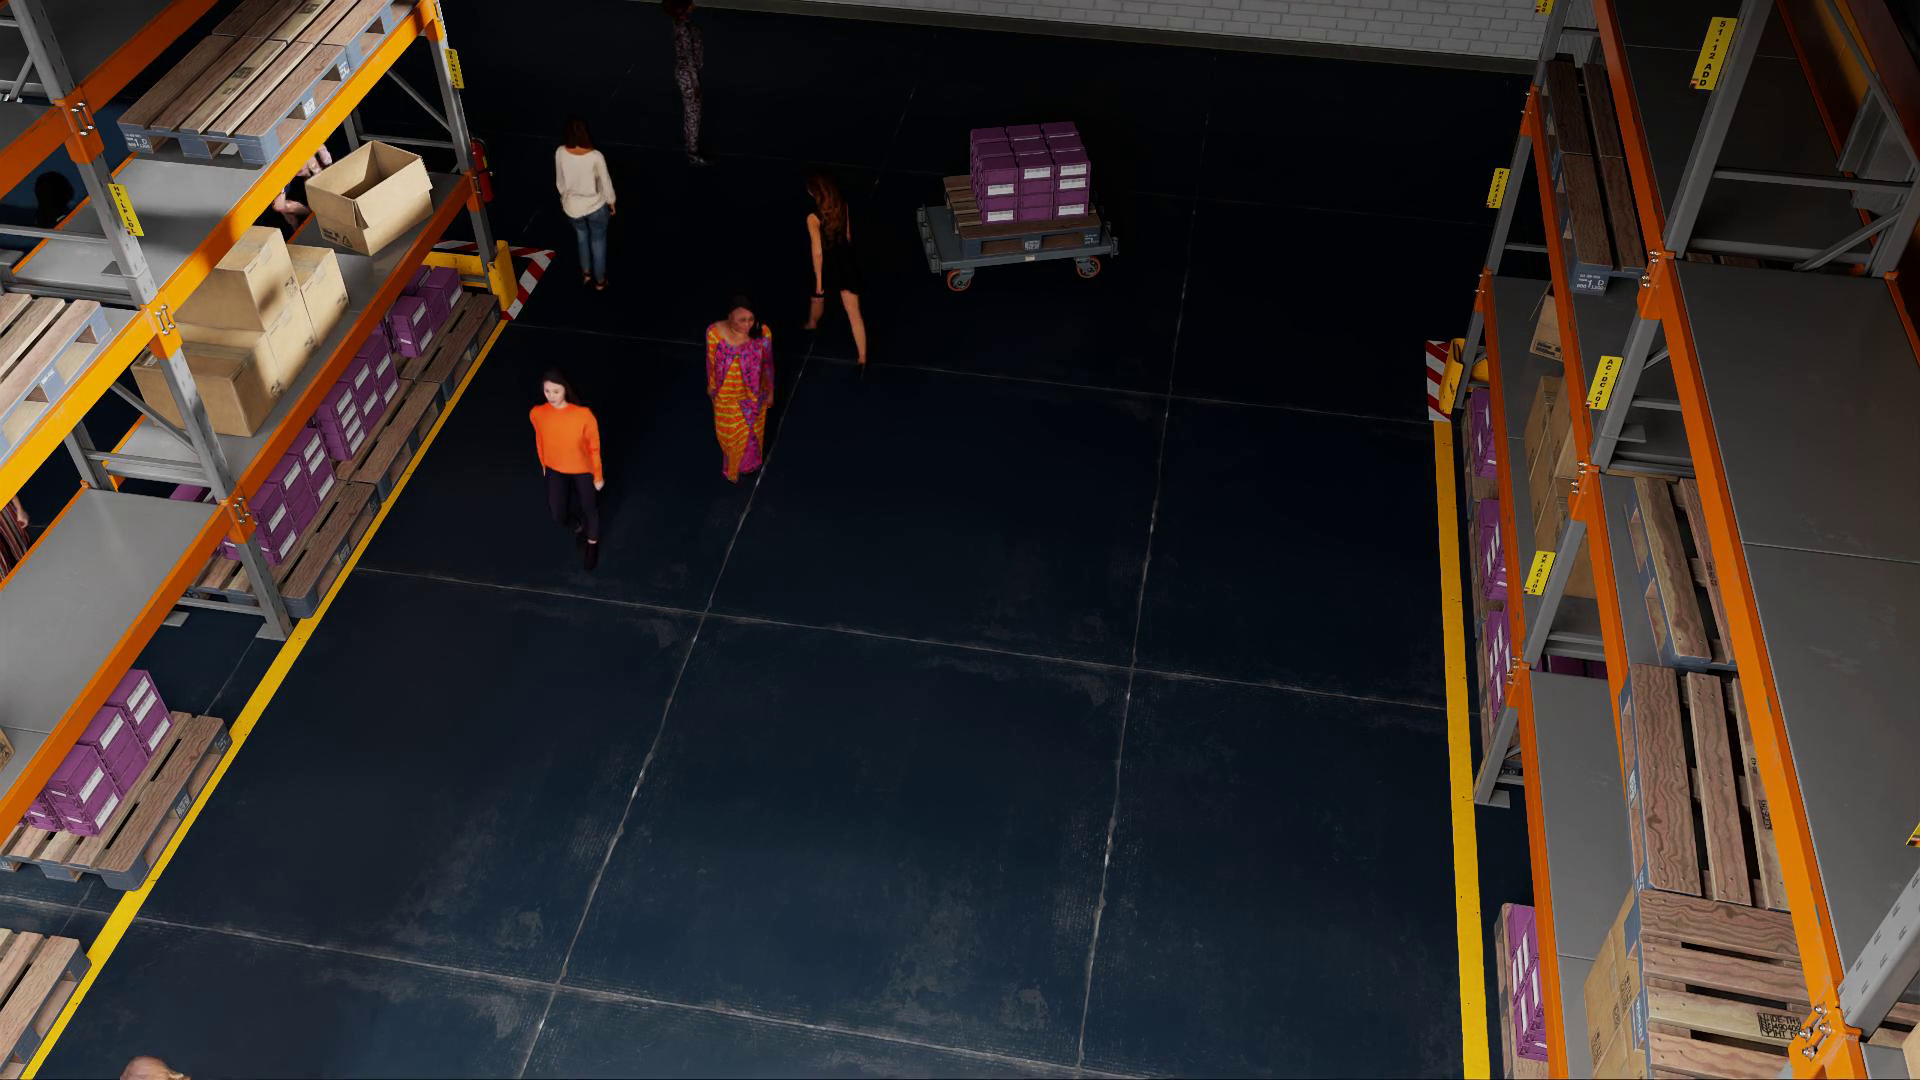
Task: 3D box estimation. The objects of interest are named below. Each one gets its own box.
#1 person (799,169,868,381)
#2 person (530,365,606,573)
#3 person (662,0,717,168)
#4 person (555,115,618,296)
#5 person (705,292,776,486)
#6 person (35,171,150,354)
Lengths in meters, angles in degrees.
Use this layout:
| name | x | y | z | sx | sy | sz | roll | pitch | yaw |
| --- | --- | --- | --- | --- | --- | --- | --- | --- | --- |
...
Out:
| name | x | y | z | sx | sy | sz | roll | pitch | yaw |
| --- | --- | --- | --- | --- | --- | --- | --- | --- | --- |
| person | -0.925 | -2.026 | 13.019 | 1.117 | 1.789 | 1.134 | -28 | 50 | -27 |
| person | -2.658 | -0.536 | 11.493 | 0.650 | 1.737 | 0.638 | 3 | 44 | 4 |
| person | -2.516 | -4.306 | 15.467 | 0.717 | 1.713 | 0.613 | -10 | 44 | -10 |
| person | -3.134 | -2.731 | 13.844 | 0.629 | 1.673 | 0.603 | 7 | 44 | 7 |
| person | -1.601 | -1.178 | 12.228 | 0.785 | 1.652 | 0.846 | -3 | 44 | -3 |
| person | -6.939 | -2.000 | 13.007 | 1.128 | 1.769 | 1.261 | 34 | 53 | 31 |
